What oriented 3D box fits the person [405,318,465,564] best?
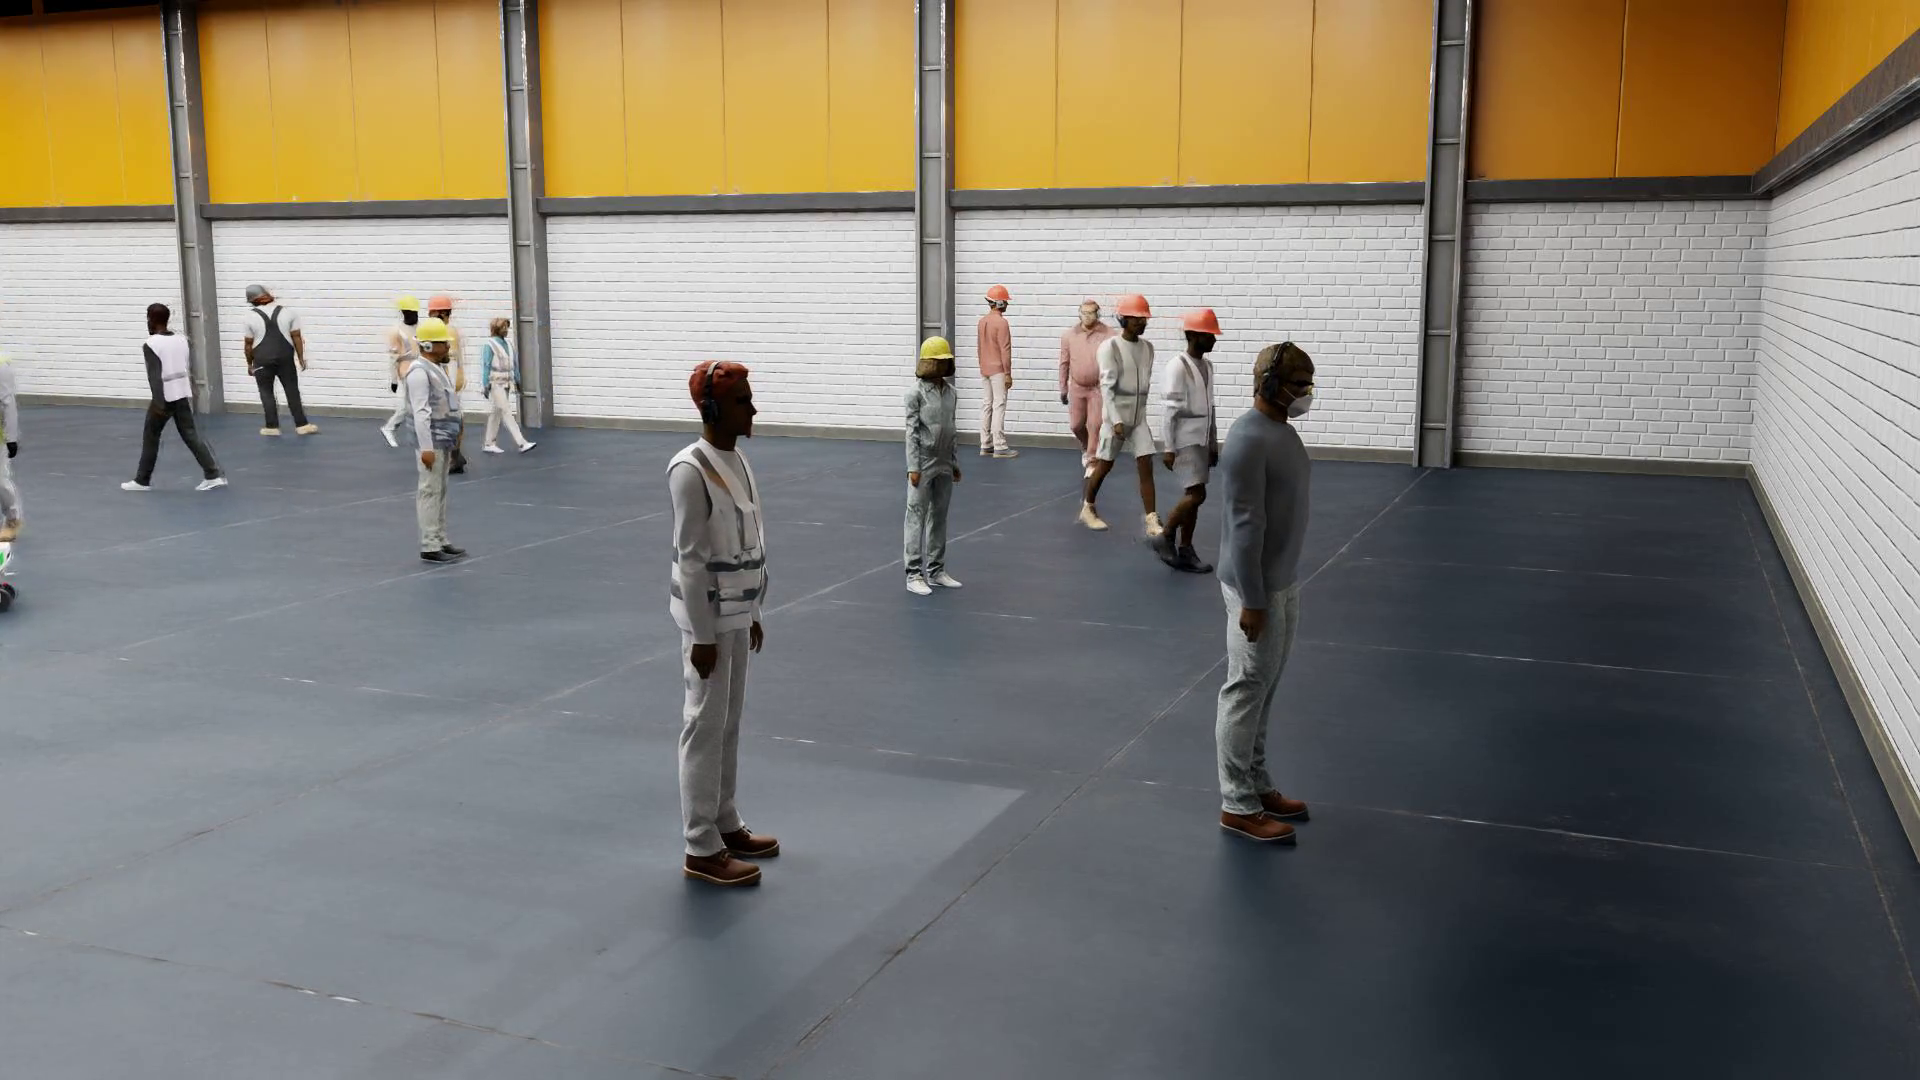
[{"bbox_3d":[-3.933,-0.744,12.482,0.403,1.831,0.596,-1,9,-3],"label":"person"}]

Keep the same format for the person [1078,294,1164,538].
[{"bbox_3d":[1.340,-1.016,13.664,0.616,2.001,1.034,-6,11,-32],"label":"person"}]

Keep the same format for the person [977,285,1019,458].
[{"bbox_3d":[0.428,-1.956,19.332,0.378,1.996,0.611,-5,11,-29],"label":"person"}]

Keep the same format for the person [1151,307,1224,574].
[{"bbox_3d":[1.684,-0.702,11.945,0.404,1.921,0.582,7,12,36],"label":"person"}]

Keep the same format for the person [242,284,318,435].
[{"bbox_3d":[-8.993,-2.404,21.908,0.844,2.000,0.559,-6,11,-32],"label":"person"}]

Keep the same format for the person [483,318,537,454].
[{"bbox_3d":[-5.305,-1.799,19.546,0.822,1.595,0.541,3,10,17],"label":"person"}]

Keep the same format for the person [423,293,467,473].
[{"bbox_3d":[-5.492,-1.649,17.676,0.427,1.925,0.567,-4,10,-20],"label":"person"}]

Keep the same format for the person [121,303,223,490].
[{"bbox_3d":[-7.794,-1.400,16.384,1.036,1.868,0.597,3,10,16],"label":"person"}]

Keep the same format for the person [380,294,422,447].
[{"bbox_3d":[-6.701,-2.032,20.142,0.938,1.887,0.583,3,10,19],"label":"person"}]

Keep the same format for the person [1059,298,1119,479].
[{"bbox_3d":[1.377,-1.612,17.602,0.648,1.886,0.715,3,10,15],"label":"person"}]

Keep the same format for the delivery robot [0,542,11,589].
[{"bbox_3d":[-6.476,0.152,10.632,0.707,0.478,0.477,-4,10,-23],"label":"delivery robot"}]

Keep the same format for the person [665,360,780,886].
[{"bbox_3d":[-0.864,0.292,6.051,0.353,1.883,0.573,2,10,10],"label":"person"}]

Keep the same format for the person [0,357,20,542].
[{"bbox_3d":[-7.662,-0.815,12.986,0.632,1.814,0.863,-2,10,-10],"label":"person"}]

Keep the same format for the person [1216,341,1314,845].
[{"bbox_3d":[1.198,0.193,6.497,0.372,1.934,0.627,4,10,23],"label":"person"}]

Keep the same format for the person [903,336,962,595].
[{"bbox_3d":[-0.173,-0.510,11.331,0.301,1.745,0.483,8,13,41],"label":"person"}]
